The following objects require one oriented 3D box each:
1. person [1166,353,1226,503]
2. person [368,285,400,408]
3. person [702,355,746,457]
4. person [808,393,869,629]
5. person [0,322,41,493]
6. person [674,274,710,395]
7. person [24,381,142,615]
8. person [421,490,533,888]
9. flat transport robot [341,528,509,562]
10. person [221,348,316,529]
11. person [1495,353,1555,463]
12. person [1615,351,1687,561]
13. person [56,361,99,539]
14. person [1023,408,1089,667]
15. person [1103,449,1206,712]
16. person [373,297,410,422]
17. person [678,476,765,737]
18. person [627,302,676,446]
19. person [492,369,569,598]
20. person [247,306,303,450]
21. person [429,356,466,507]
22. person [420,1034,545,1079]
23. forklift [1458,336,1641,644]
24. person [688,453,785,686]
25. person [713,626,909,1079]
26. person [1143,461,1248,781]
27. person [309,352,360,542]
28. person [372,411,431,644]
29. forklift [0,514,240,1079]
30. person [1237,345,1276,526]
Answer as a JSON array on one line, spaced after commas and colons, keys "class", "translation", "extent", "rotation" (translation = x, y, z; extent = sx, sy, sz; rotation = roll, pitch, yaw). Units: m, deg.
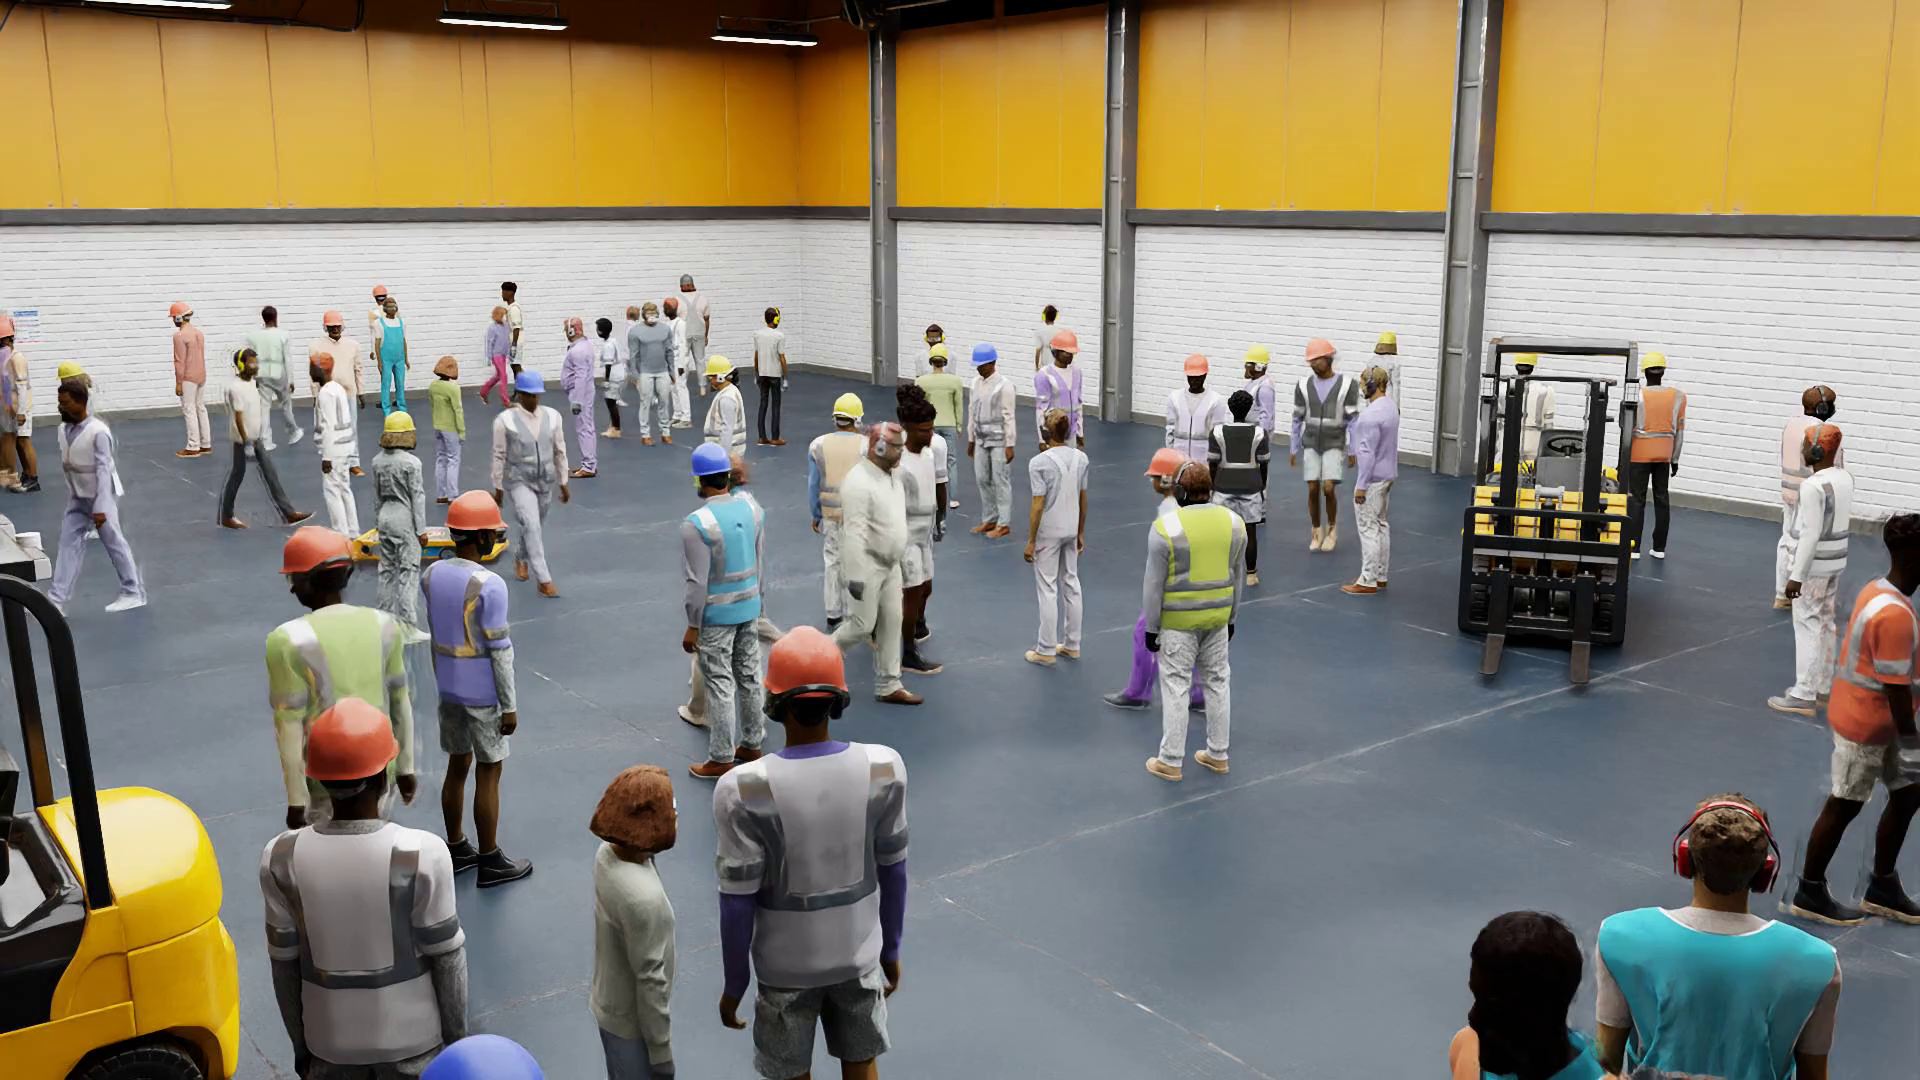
[{"class": "person", "translation": [2.117, -0.733, 15.065], "extent": [0.540, 1.929, 0.390], "rotation": [5, 13, 21]}, {"class": "person", "translation": [-9.047, -3.035, 26.163], "extent": [0.375, 1.930, 0.542], "rotation": [9, 15, 38]}, {"class": "person", "translation": [-2.244, -0.852, 15.902], "extent": [0.403, 1.818, 0.601], "rotation": [-1, 12, -6]}, {"class": "person", "translation": [-0.853, -0.212, 12.764], "extent": [0.602, 1.830, 0.404], "rotation": [3, 12, 12]}, {"class": "person", "translation": [-10.672, -1.492, 18.743], "extent": [0.550, 1.923, 0.389], "rotation": [11, 16, 43]}, {"class": "person", "translation": [-4.536, -3.429, 27.797], "extent": [0.683, 2.000, 0.538], "rotation": [-5, 13, -24]}, {"class": "person", "translation": [-6.937, -0.299, 13.060], "extent": [0.625, 1.874, 0.971], "rotation": [7, 13, 29]}, {"class": "person", "translation": [-2.328, 0.717, 8.051], "extent": [0.545, 1.932, 0.386], "rotation": [8, 14, 33]}, {"class": "flat transport robot", "translation": [-4.963, 0.035, 15.361], "extent": [1.431, 0.197, 0.652], "rotation": [0, 12, -1]}, {"class": "person", "translation": [-7.010, -0.991, 16.560], "extent": [0.980, 1.815, 0.543], "rotation": [1, 12, 3]}, {"class": "person", "translation": [5.277, -0.862, 15.670], "extent": [0.585, 1.929, 0.371], "rotation": [4, 12, 20]}, {"class": "person", "translation": [6.303, -0.763, 15.224], "extent": [0.585, 1.917, 0.381], "rotation": [-1, 12, -2]}, {"class": "person", "translation": [-8.567, -0.876, 16.211], "extent": [0.309, 1.736, 0.485], "rotation": [-4, 13, -21]}, {"class": "person", "translation": [0.676, -0.020, 11.806], "extent": [0.520, 1.844, 0.331], "rotation": [-8, 14, -35]}, {"class": "person", "translation": [1.289, 0.265, 10.733], "extent": [0.792, 1.721, 0.579], "rotation": [6, 13, 26]}, {"class": "person", "translation": [-8.356, -2.651, 24.515], "extent": [0.345, 1.846, 0.508], "rotation": [11, 16, 43]}, {"class": "person", "translation": [-1.467, 0.367, 10.266], "extent": [0.547, 1.707, 0.764], "rotation": [-7, 14, -30]}, {"class": "person", "translation": [-4.113, -2.219, 22.236], "extent": [0.639, 1.926, 0.367], "rotation": [-7, 14, -31]}, {"class": "person", "translation": [-3.654, -0.514, 14.066], "extent": [0.605, 1.907, 1.006], "rotation": [-9, 15, -38]}, {"class": "person", "translation": [-9.105, -2.163, 22.097], "extent": [0.614, 1.862, 0.987], "rotation": [0, 12, 1]}, {"class": "person", "translation": [-5.501, -1.166, 17.876], "extent": [0.510, 1.627, 0.279], "rotation": [9, 15, 37]}, {"class": "person", "translation": [-0.764, 1.776, 2.882], "extent": [0.603, 1.949, 0.389], "rotation": [-10, 16, -41]}, {"class": "forklift", "translation": [4.683, -0.471, 13.136], "extent": [1.214, 2.155, 2.313], "rotation": [4, 12, 20]}, {"class": "person", "translation": [-1.474, 0.200, 11.302], "extent": [0.670, 1.621, 0.538], "rotation": [-5, 13, -24]}, {"class": "person", "translation": [-0.457, 1.266, 5.114], "extent": [0.608, 2.045, 0.392], "rotation": [-5, 13, -23]}, {"class": "person", "translation": [1.325, 0.461, 9.531], "extent": [0.623, 1.835, 0.431], "rotation": [-5, 13, -23]}, {"class": "person", "translation": [-5.880, -0.825, 15.628], "extent": [0.357, 1.873, 0.585], "rotation": [-2, 12, -8]}, {"class": "person", "translation": [-4.193, -0.099, 12.483], "extent": [0.498, 1.732, 0.382], "rotation": [7, 14, 31]}, {"class": "forklift", "translation": [-3.687, 1.115, 5.480], "extent": [2.313, 2.155, 1.214], "rotation": [-9, 15, -36]}, {"class": "person", "translation": [2.972, -1.053, 16.819], "extent": [0.403, 1.837, 0.586], "rotation": [-1, 12, -3]}]
